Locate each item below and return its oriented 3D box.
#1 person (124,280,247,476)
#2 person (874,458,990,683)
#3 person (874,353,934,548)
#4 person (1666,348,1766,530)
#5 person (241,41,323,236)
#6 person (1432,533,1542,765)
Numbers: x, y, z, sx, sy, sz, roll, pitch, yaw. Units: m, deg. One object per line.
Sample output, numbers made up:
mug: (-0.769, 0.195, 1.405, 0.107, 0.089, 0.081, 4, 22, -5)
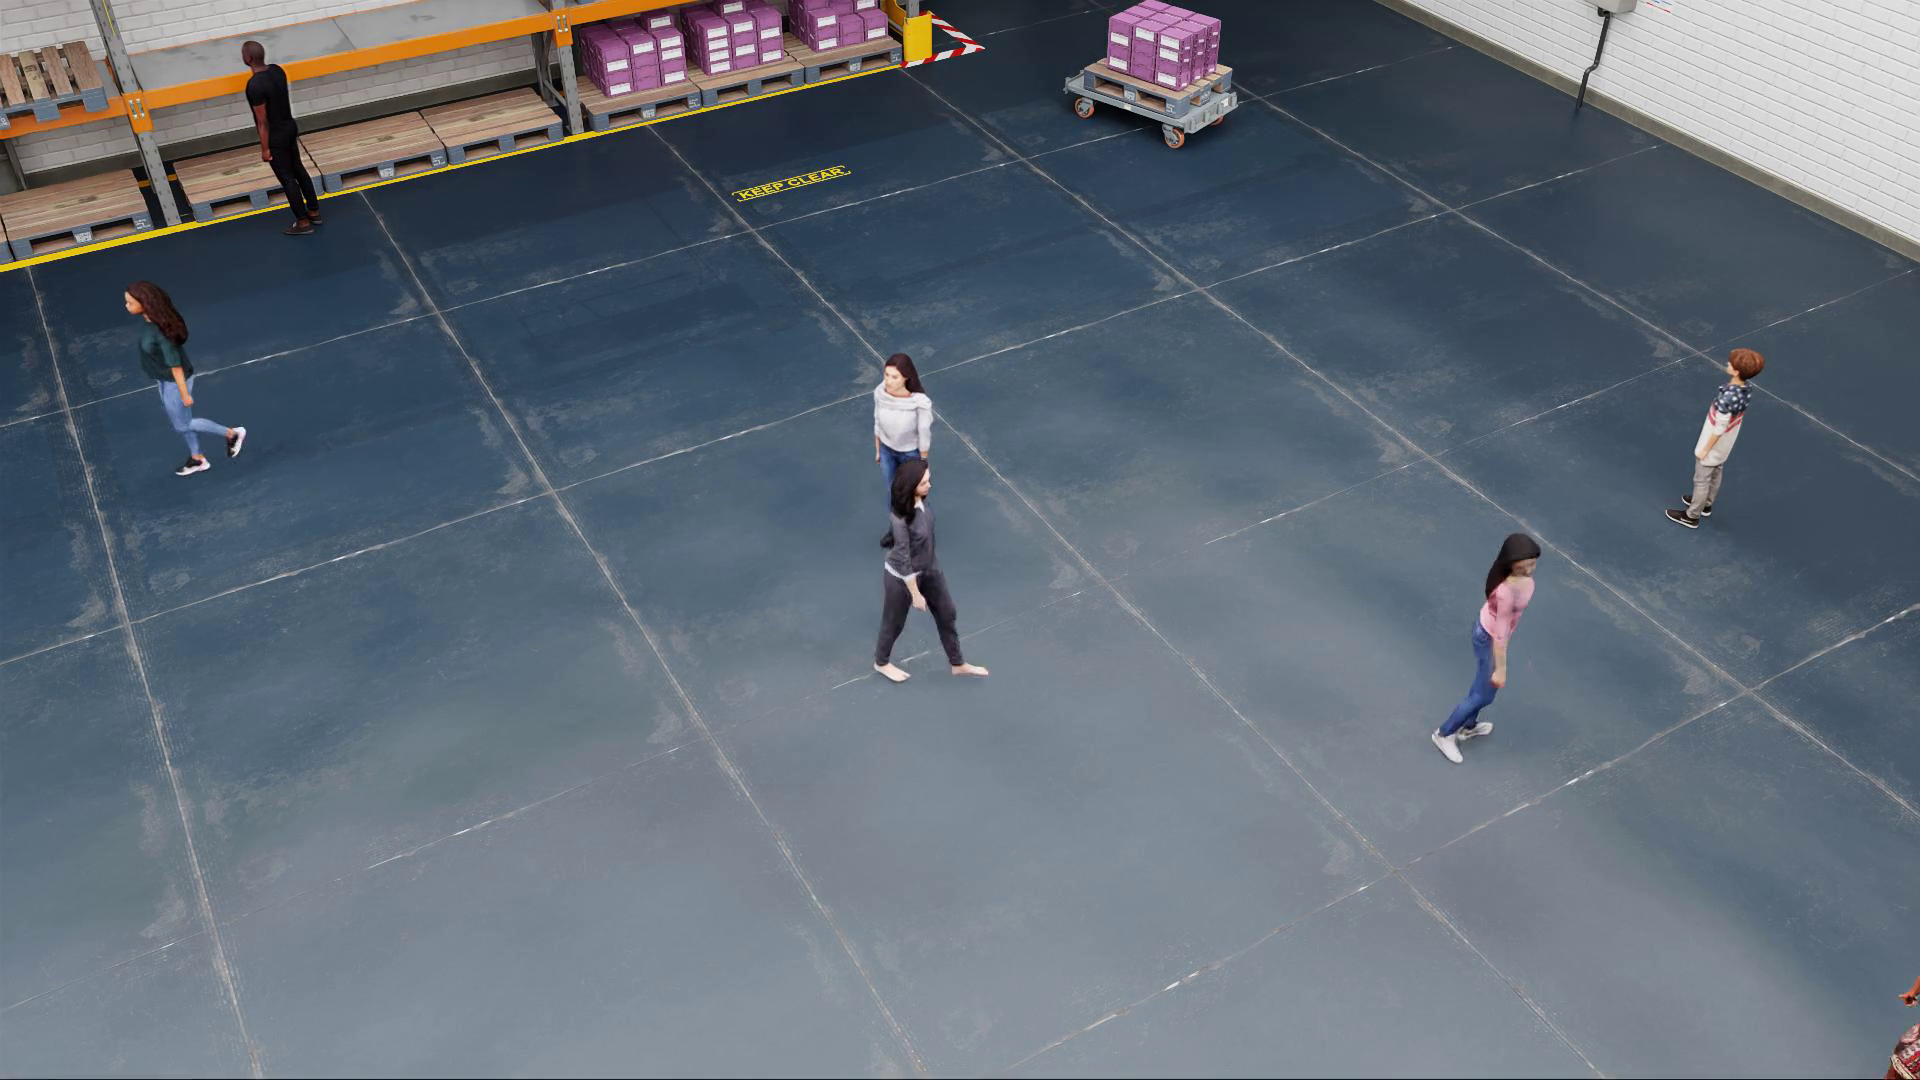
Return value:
person: (-5.691, -1.200, 12.226, 0.774, 1.604, 0.586, -21, 43, -24)
person: (-0.395, 0.203, 10.364, 1.037, 1.735, 1.017, 13, 40, 15)
person: (-0.386, -0.606, 11.461, 0.677, 1.630, 0.673, 20, 43, 23)
person: (5.379, -0.735, 11.775, 0.495, 1.439, 0.621, -31, 48, -33)
person: (-6.191, -3.657, 15.131, 0.778, 1.819, 0.734, 7, 39, 9)
person: (3.207, 0.562, 9.926, 0.805, 1.720, 0.719, 4, 39, 5)
